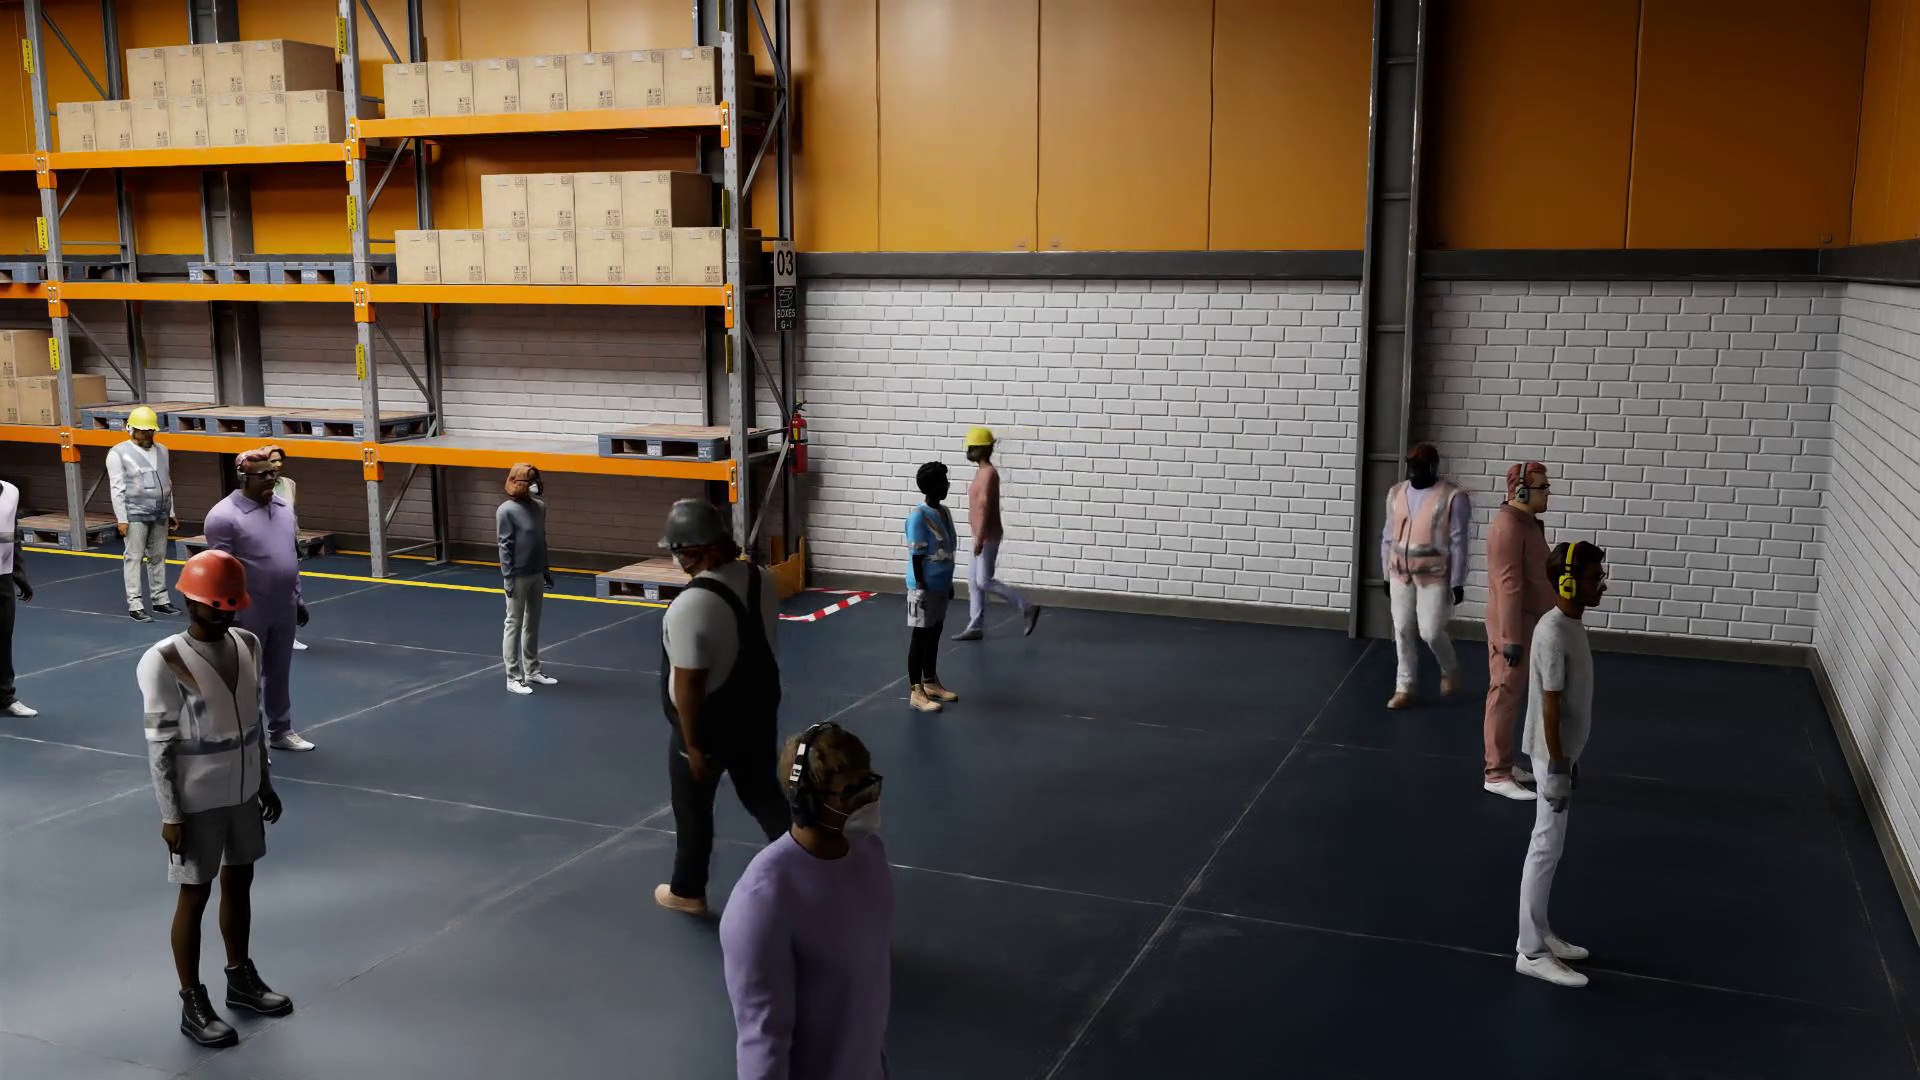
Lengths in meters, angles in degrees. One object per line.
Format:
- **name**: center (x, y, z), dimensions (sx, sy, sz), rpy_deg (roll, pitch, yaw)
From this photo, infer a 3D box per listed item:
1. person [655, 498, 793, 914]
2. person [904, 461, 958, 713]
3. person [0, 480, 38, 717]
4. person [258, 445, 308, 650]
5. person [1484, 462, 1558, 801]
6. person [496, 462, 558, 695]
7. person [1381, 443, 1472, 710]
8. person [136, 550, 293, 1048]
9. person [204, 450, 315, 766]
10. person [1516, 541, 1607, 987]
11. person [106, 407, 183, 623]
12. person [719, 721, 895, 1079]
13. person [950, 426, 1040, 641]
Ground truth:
- **person**: center (-1.016, 0.768, 7.490), dimensions (0.945, 2.000, 0.688), rpy_deg (7, 12, 36)
- **person**: center (-0.190, 0.307, 11.318), dimensions (0.320, 1.697, 0.532), rpy_deg (4, 10, 23)
- **person**: center (-6.406, 0.266, 10.917), dimensions (0.391, 1.914, 0.587), rpy_deg (4, 10, 23)
- **person**: center (-5.306, 0.080, 12.865), dimensions (0.310, 1.642, 0.514), rpy_deg (4, 10, 23)
- **person**: center (3.196, 0.504, 9.490), dimensions (0.407, 1.910, 0.639), rpy_deg (4, 10, 23)
- **person**: center (-3.069, 0.261, 11.788), dimensions (0.279, 1.634, 0.499), rpy_deg (4, 10, 23)
- **person**: center (3.157, 0.244, 11.305), dimensions (0.536, 1.830, 0.646), rpy_deg (-9, 13, -44)
- **person**: center (-2.886, 0.987, 6.503), dimensions (0.373, 1.928, 0.543), rpy_deg (4, 10, 23)
- **person**: center (-4.227, 0.401, 10.115), dimensions (0.407, 1.910, 0.639), rpy_deg (4, 10, 23)
- **person**: center (2.557, 0.925, 7.050), dimensions (0.328, 1.873, 0.520), rpy_deg (4, 10, 23)
- **person**: center (-6.915, -0.222, 14.149), dimensions (0.403, 1.822, 0.589), rpy_deg (4, 10, 23)
- **person**: center (-0.328, 1.384, 4.060), dimensions (0.371, 1.940, 0.627), rpy_deg (4, 10, 23)
- **person**: center (0.269, -0.041, 13.258), dimensions (0.628, 1.746, 0.523), rpy_deg (-1, 9, -8)
